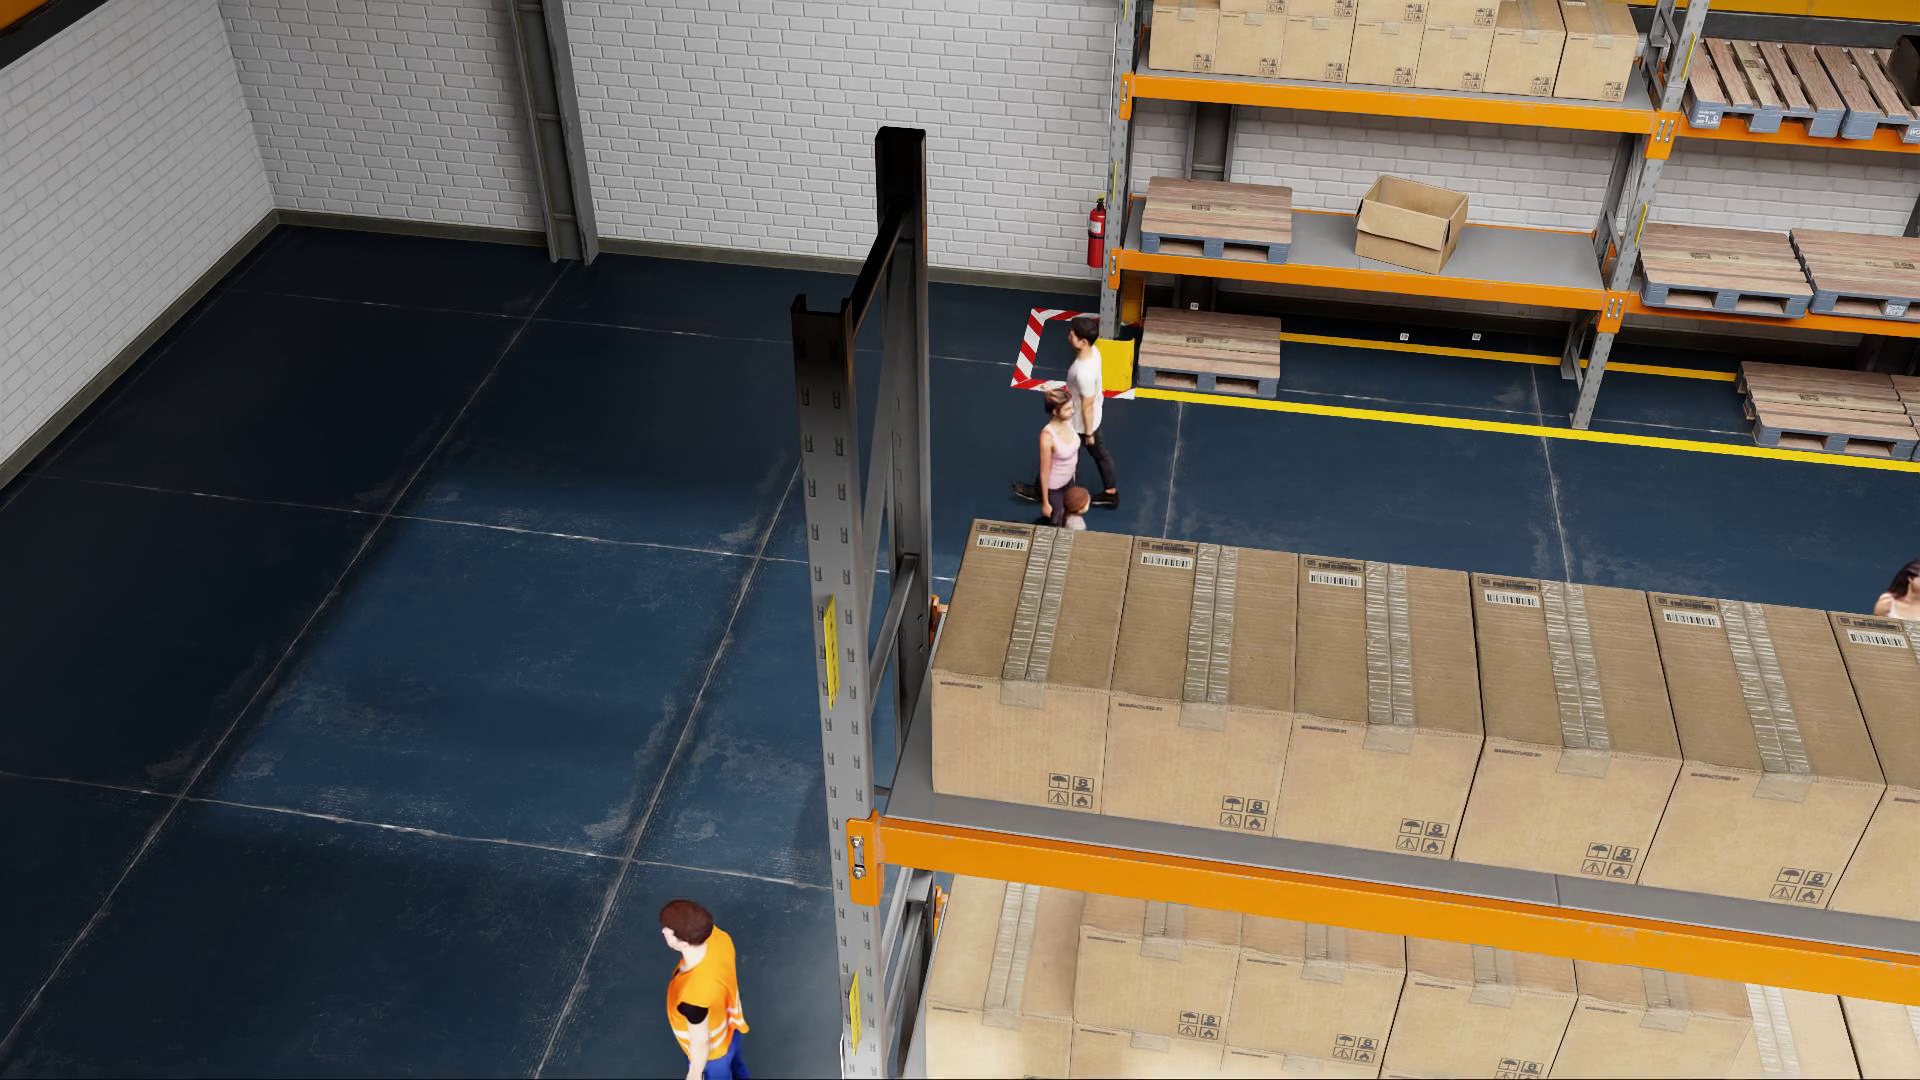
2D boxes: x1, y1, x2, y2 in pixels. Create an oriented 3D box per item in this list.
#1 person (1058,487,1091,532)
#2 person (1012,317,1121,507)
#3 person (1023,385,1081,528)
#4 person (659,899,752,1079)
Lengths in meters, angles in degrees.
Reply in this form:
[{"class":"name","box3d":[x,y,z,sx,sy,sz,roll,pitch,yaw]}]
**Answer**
[{"class":"person","box3d":[0.724,0.129,11.615,0.653,1.187,0.585,-7,39,-9]},{"class":"person","box3d":[1.010,-0.925,12.537,1.061,1.682,0.659,8,39,10]},{"class":"person","box3d":[0.645,-0.423,11.947,0.990,1.635,0.802,22,43,25]},{"class":"person","box3d":[-1.217,2.418,8.189,0.633,1.885,0.692,5,39,6]}]
